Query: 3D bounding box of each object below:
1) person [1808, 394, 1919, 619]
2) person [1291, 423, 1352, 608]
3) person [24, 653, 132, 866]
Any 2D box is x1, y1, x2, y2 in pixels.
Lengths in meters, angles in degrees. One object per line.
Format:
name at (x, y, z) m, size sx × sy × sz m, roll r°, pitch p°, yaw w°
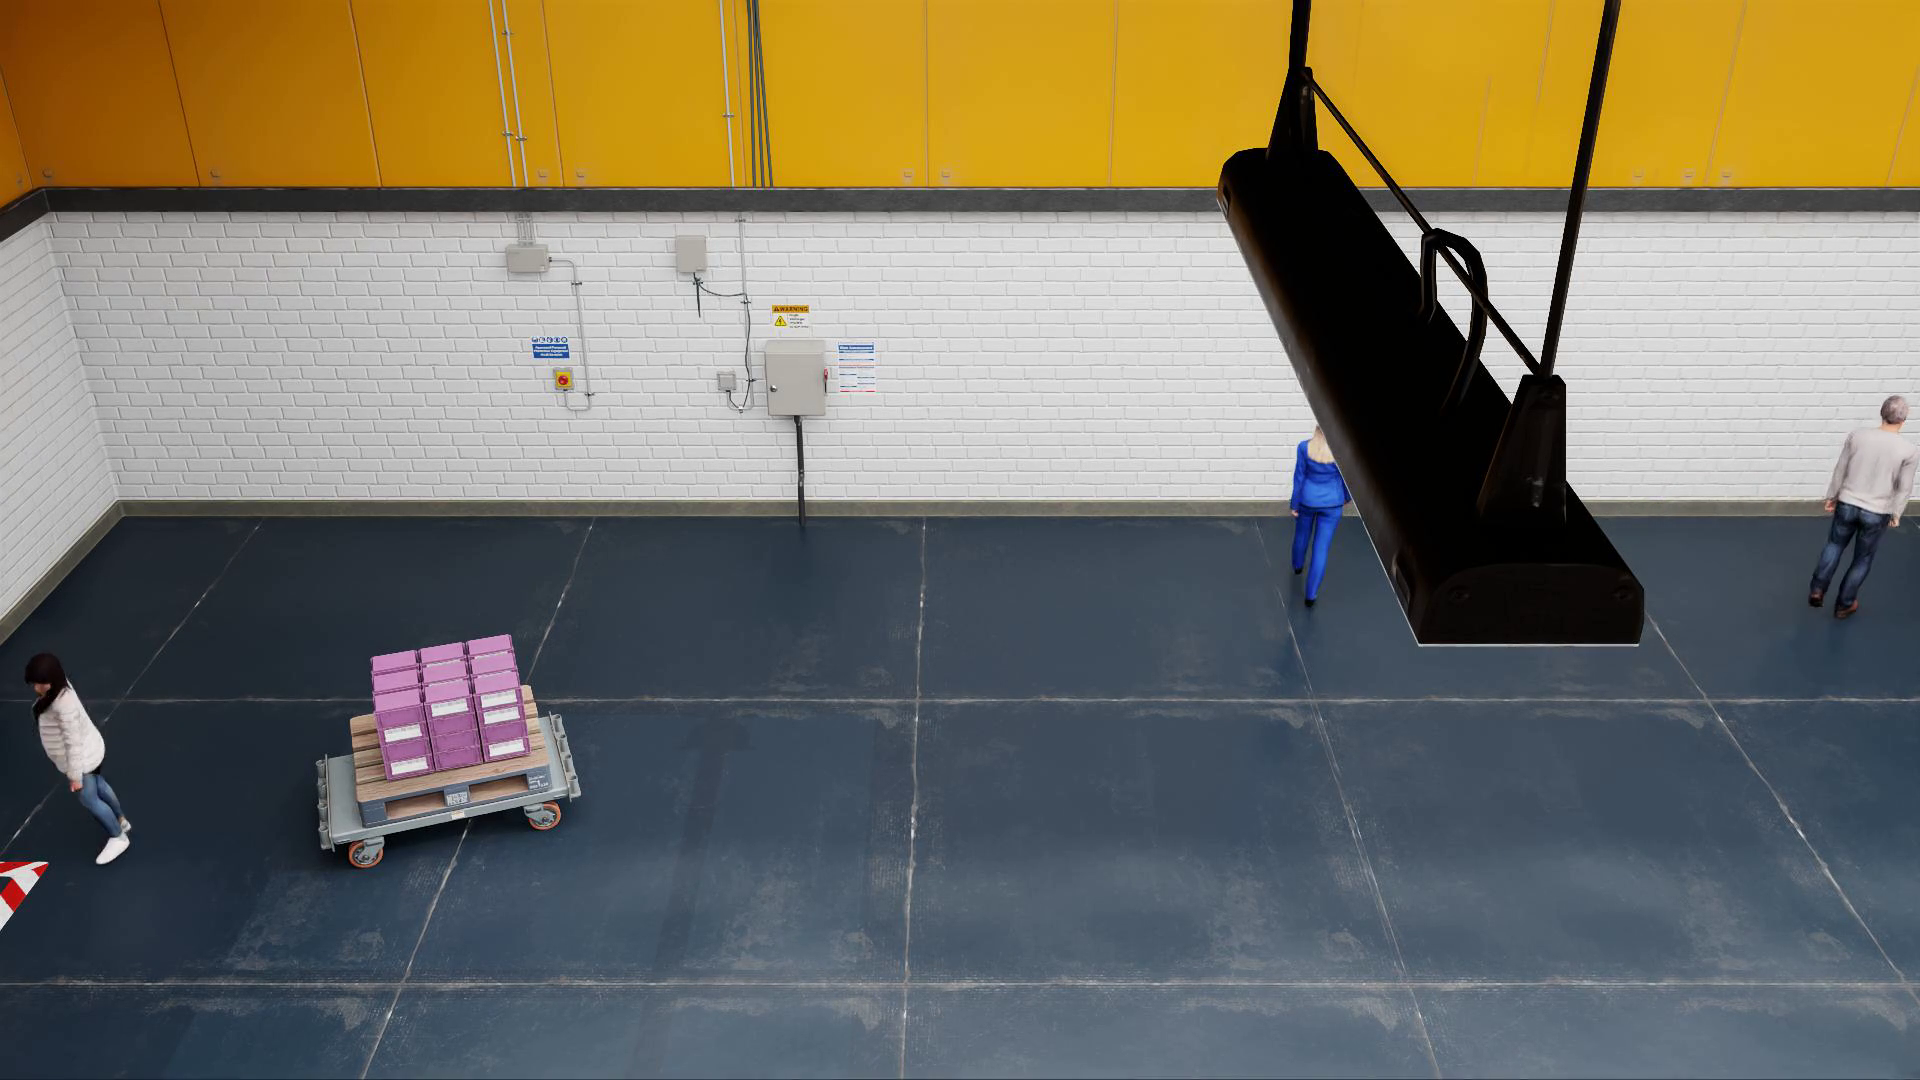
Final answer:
person at (7.107, -0.207, 13.145) m, size 1.009 × 1.890 × 0.950 m, roll -22°, pitch 36°, yaw -35°
person at (2.899, -0.231, 13.412) m, size 0.819 × 1.676 × 1.055 m, roll 8°, pitch 30°, yaw 15°
person at (-5.603, 1.324, 10.631) m, size 0.912 × 1.609 × 0.776 m, roll -11°, pitch 31°, yaw -20°
